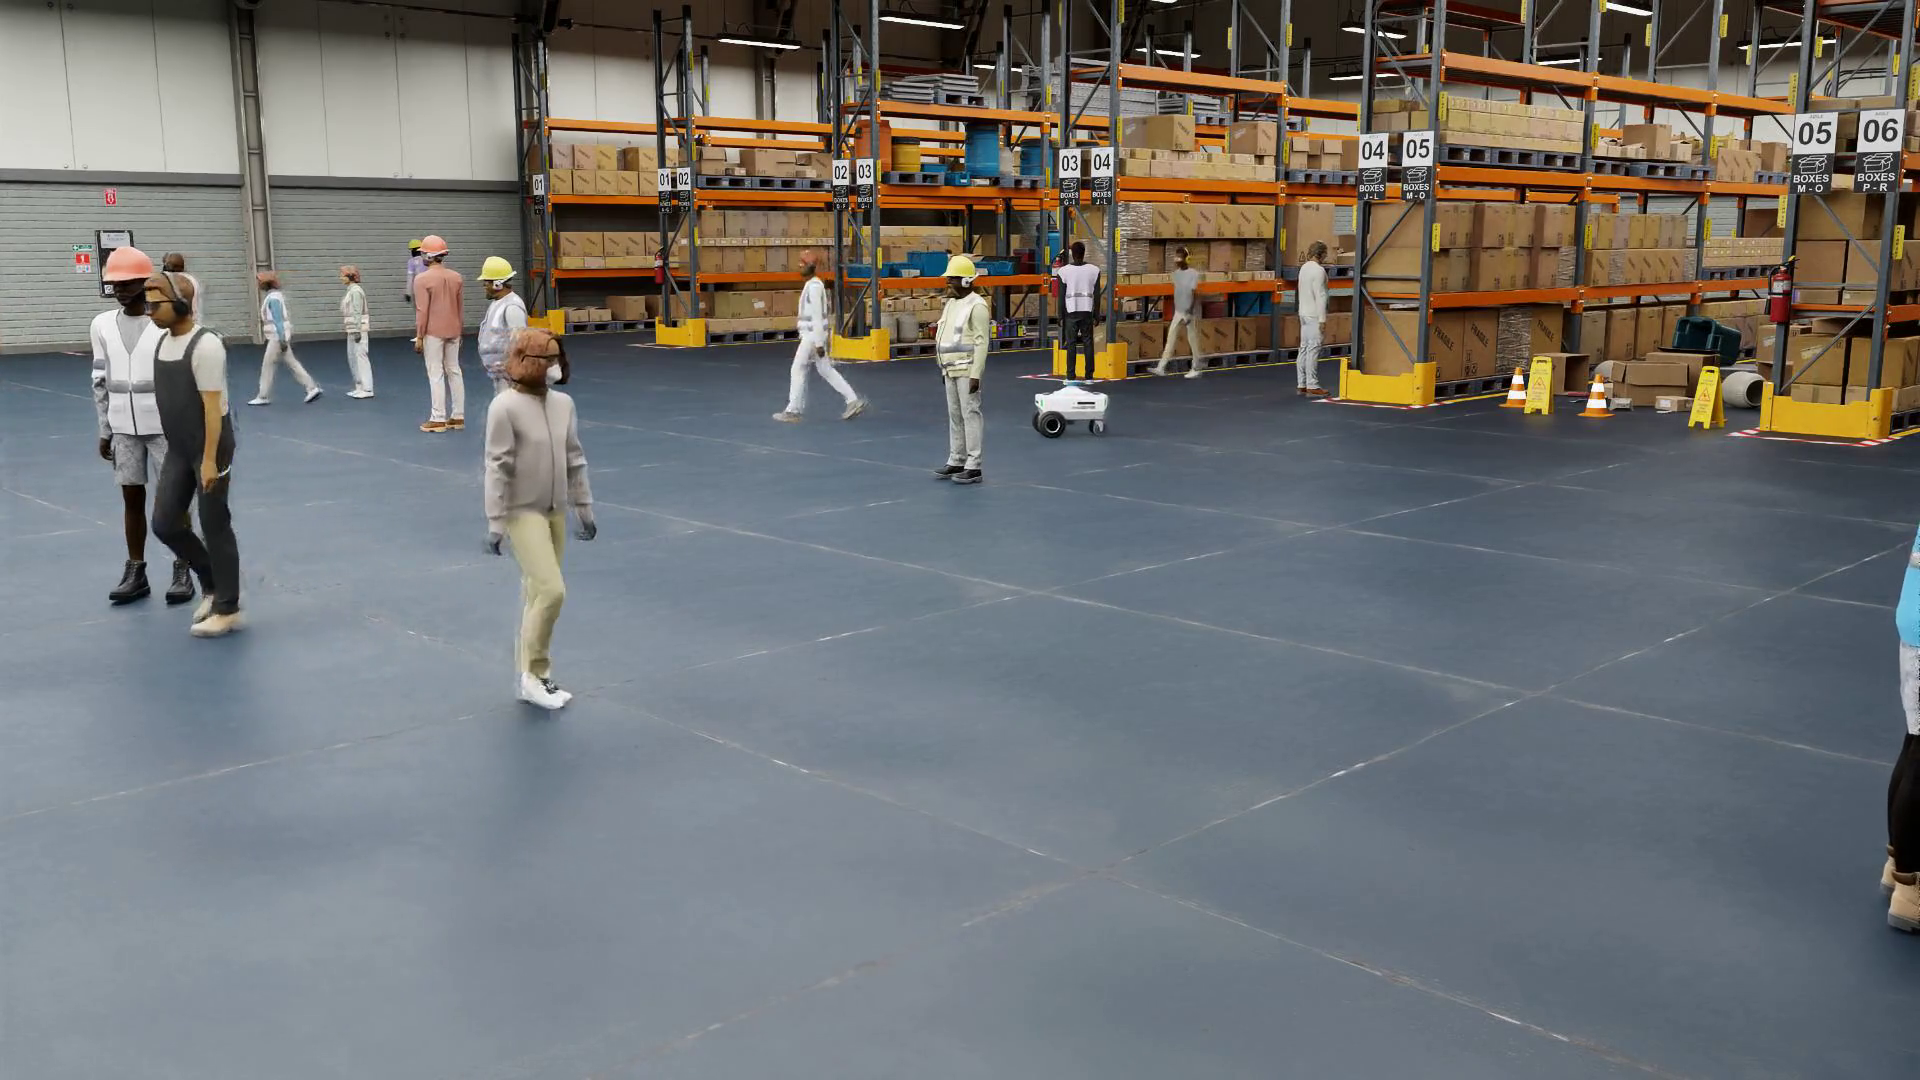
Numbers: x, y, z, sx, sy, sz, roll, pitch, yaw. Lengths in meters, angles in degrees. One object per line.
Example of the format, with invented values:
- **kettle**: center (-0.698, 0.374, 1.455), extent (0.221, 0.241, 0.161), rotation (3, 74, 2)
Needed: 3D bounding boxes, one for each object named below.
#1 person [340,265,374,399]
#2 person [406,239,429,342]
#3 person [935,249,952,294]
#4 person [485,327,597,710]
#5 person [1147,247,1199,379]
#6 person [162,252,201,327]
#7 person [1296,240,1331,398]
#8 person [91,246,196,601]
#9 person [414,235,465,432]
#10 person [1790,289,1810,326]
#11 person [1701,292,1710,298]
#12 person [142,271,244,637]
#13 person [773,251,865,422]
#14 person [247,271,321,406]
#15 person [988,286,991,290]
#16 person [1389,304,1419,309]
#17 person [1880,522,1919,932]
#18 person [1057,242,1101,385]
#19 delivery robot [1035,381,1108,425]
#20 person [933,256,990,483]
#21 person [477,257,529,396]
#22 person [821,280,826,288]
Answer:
- **person**: center (-7.477, -2.576, 20.593), extent (0.317, 1.630, 0.519), rotation (-7, 12, -33)
- **person**: center (-10.226, -4.710, 31.431), extent (0.377, 1.926, 0.616), rotation (4, 11, 19)
- **person**: center (-0.285, -5.798, 38.023), extent (0.541, 1.671, 0.606), rotation (8, 13, 36)
- **person**: center (-1.736, -0.085, 7.018), extent (0.454, 1.614, 0.531), rotation (5, 11, 24)
- **person**: center (3.058, -3.155, 23.196), extent (0.960, 1.825, 0.516), rotation (-9, 14, -41)
- **person**: center (-8.966, -2.413, 19.203), extent (0.817, 1.814, 0.631), rotation (2, 11, 9)
- **person**: center (4.453, -2.758, 20.802), extent (0.423, 1.939, 0.638), rotation (-2, 11, -11)
- **person**: center (-4.460, -0.624, 9.110), extent (0.546, 1.939, 0.375), rotation (0, 10, -1)
- **person**: center (-5.359, -2.123, 17.120), extent (0.373, 1.997, 0.616), rotation (6, 12, 29)
- **person**: center (12.932, -3.664, 25.687), extent (0.379, 1.937, 0.547), rotation (-9, 14, -42)
- **person**: center (15.185, -5.145, 33.882), extent (0.618, 1.879, 0.947), rotation (-9, 13, -39)
- **person**: center (-3.827, -0.418, 8.310), extent (0.538, 1.829, 0.402), rotation (5, 12, 26)
- **person**: center (-1.522, -2.199, 17.975), extent (0.949, 1.846, 0.583), rotation (0, 10, 0)
- **person**: center (-8.059, -2.403, 19.763), extent (0.815, 1.593, 0.572), rotation (-4, 11, -23)
- **person**: center (0.960, -6.184, 39.830), extent (0.613, 1.790, 0.520), rotation (1, 10, 8)
- **person**: center (6.472, -3.345, 24.093), extent (0.583, 1.882, 0.337), rotation (10, 14, 42)
- **person**: center (2.889, 0.284, 4.818), extent (0.321, 1.696, 0.536), rotation (6, 12, 28)
- **person**: center (1.598, -3.041, 22.355), extent (0.587, 1.915, 0.391), rotation (-1, 10, -6)
- **delivery robot**: center (1.127, -1.367, 16.799), extent (0.707, 0.478, 0.477), rotation (-1, 10, -6)
- **person**: center (0.005, -1.393, 13.587), extent (0.403, 1.835, 0.588), rotation (-5, 12, -27)
- **person**: center (-3.674, -1.363, 13.441), extent (0.404, 1.828, 0.591), rotation (-6, 12, -28)
- **person**: center (-2.963, -5.445, 35.272), extent (0.611, 1.985, 0.393), rotation (3, 11, 15)
